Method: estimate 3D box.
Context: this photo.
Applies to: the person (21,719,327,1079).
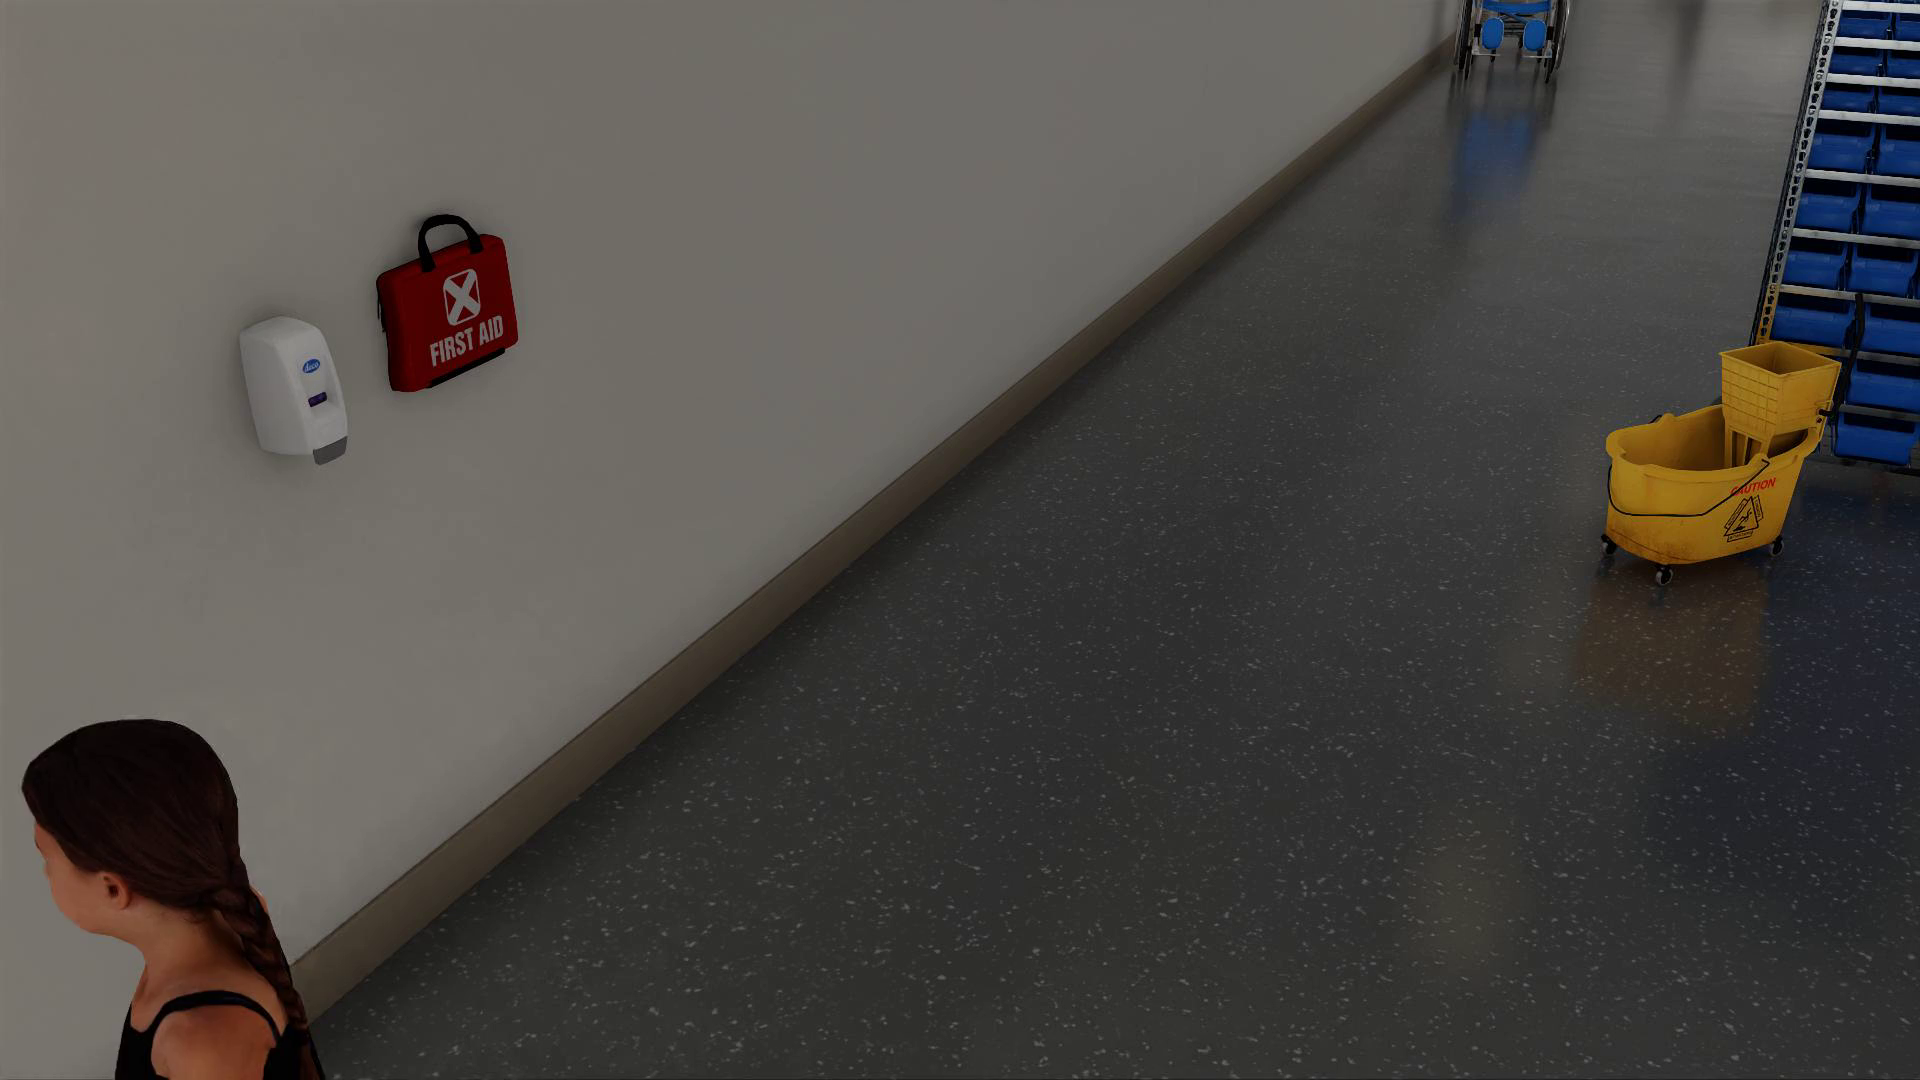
[{"bbox_3d":[-0.745,0.887,2.037,0.764,1.549,0.708,-13,29,-25],"label":"person"}]
